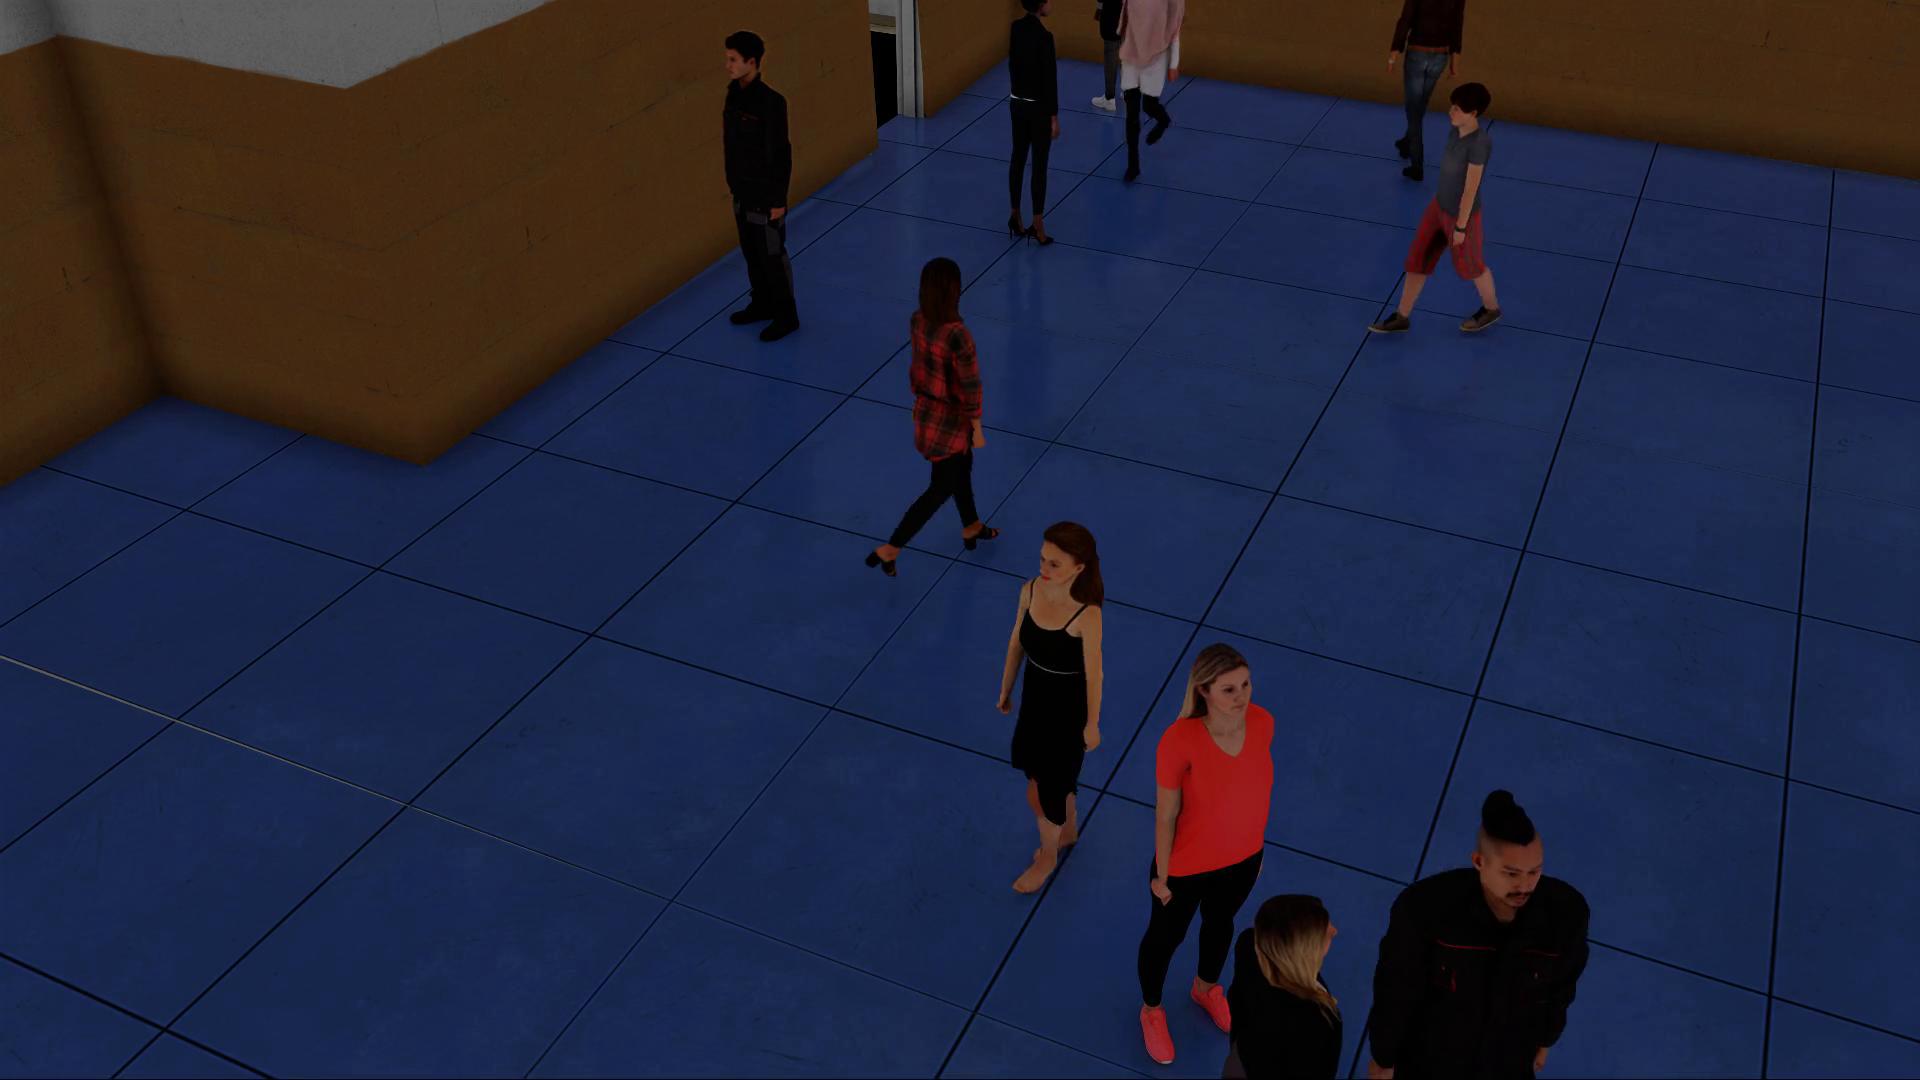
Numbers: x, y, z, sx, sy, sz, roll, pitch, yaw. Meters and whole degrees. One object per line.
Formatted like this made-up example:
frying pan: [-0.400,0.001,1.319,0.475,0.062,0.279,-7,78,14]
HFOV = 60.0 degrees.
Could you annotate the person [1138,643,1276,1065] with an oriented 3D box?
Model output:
person: [0.833,1.061,5.669,0.674,1.695,0.719,-14,36,-20]

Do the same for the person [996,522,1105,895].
person: [0.444,0.605,6.427,0.779,1.614,0.713,-24,40,-31]

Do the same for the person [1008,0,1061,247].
person: [0.499,-2.955,11.579,0.736,1.835,0.612,-23,40,-30]

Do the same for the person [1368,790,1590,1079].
person: [1.478,1.433,4.949,0.917,1.851,0.993,0,34,0]

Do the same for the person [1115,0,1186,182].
person: [1.447,-3.682,12.724,0.936,1.778,0.687,17,37,24]

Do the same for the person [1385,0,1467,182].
person: [3.545,-3.588,12.616,1.118,1.741,1.085,-4,34,-6]

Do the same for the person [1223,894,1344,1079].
person: [0.879,1.638,4.823,0.734,1.671,0.684,-10,35,-14]

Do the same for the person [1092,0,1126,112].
person: [1.367,-4.519,13.996,0.728,1.762,0.754,-17,37,-23]

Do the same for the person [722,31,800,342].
person: [-1.248,-2.205,10.353,0.853,1.944,0.709,-24,40,-31]

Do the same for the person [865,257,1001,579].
person: [-0.126,-0.540,8.097,1.027,1.672,1.118,-21,39,-29]

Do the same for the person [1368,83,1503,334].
person: [3.164,-2.010,10.346,1.177,1.614,1.035,-7,34,-10]
